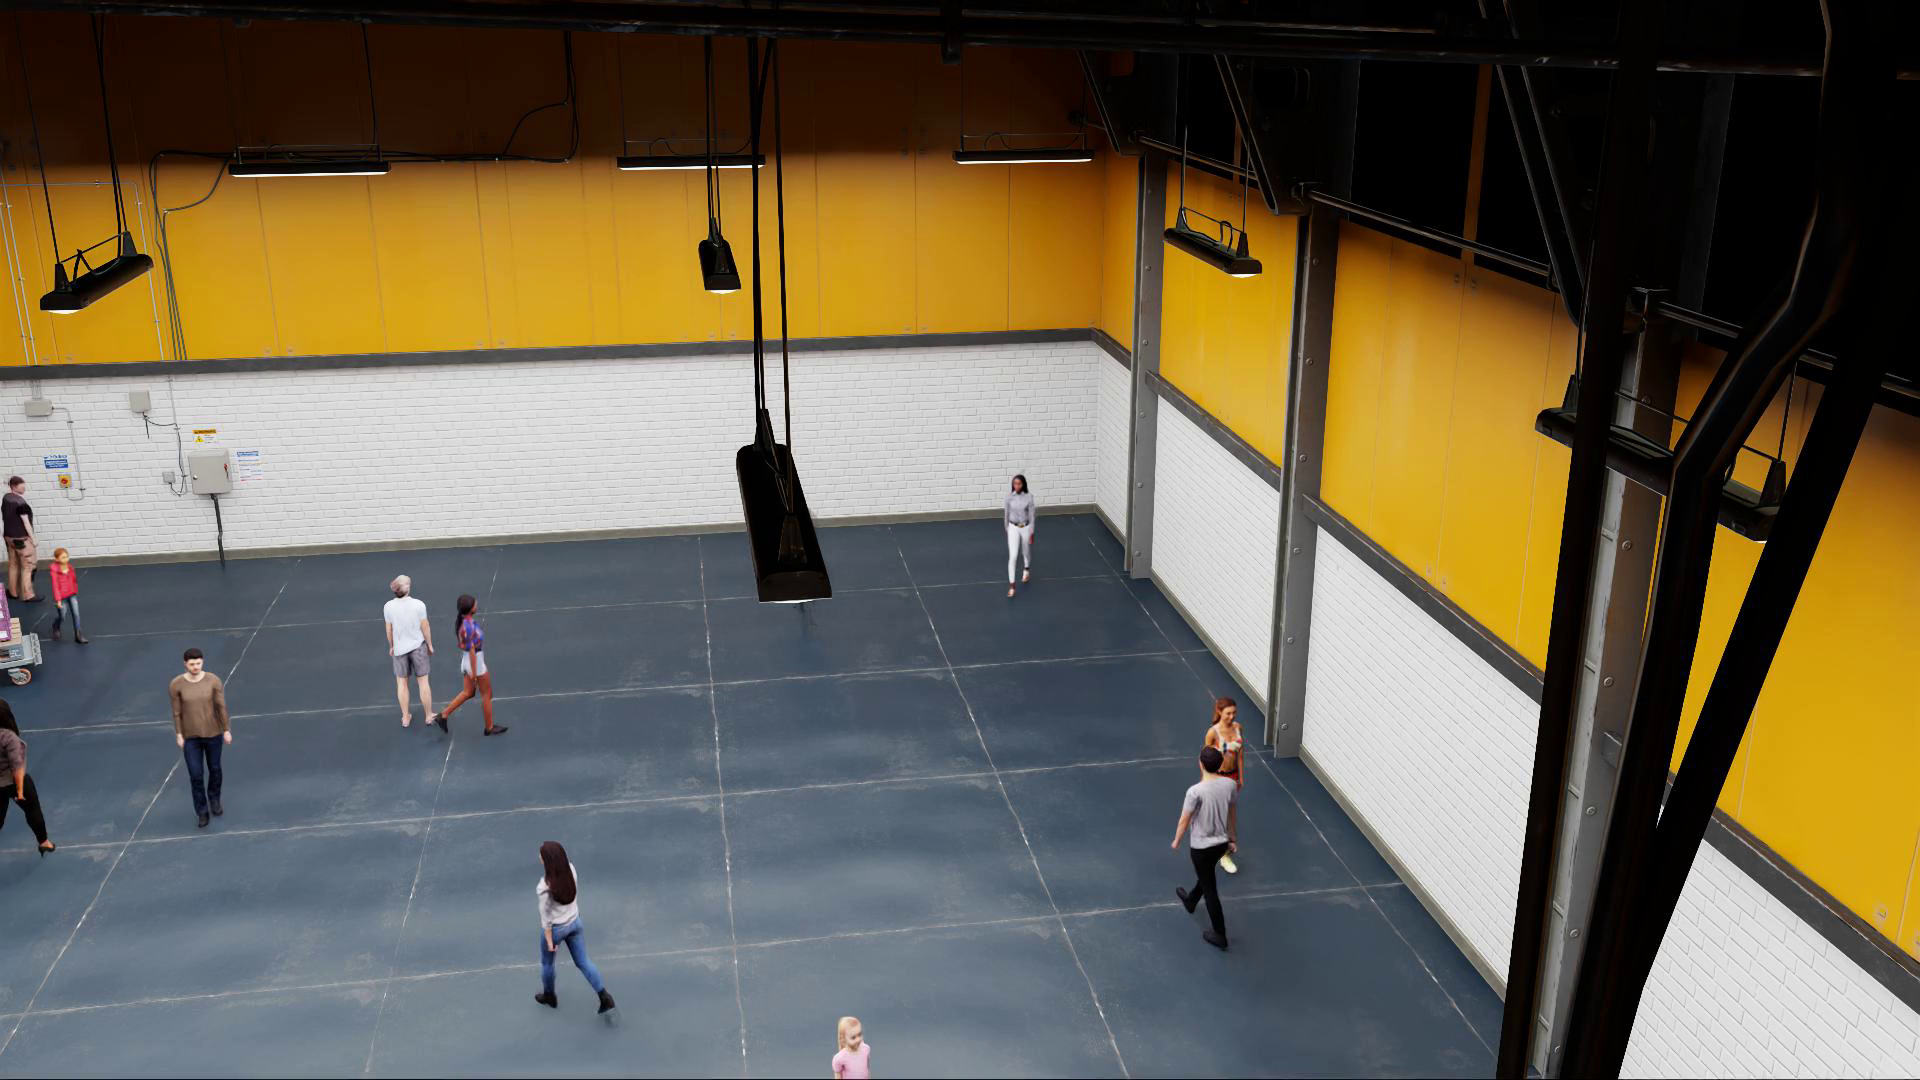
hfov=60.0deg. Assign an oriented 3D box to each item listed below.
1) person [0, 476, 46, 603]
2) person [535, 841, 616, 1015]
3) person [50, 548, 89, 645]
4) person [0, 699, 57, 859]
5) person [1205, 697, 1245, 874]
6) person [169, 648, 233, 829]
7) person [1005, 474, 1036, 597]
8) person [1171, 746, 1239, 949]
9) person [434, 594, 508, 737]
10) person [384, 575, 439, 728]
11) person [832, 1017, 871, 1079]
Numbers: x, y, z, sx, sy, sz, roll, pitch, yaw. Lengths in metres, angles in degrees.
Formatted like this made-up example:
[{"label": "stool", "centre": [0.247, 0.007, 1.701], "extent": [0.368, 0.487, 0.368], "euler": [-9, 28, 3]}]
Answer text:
[{"label": "person", "centre": [-13.187, -0.026, 23.167], "extent": [0.930, 1.806, 0.953], "euler": [7, 20, 19]}, {"label": "person", "centre": [-3.221, 3.244, 13.782], "extent": [1.092, 1.600, 1.040], "euler": [12, 22, 32]}, {"label": "person", "centre": [-11.714, 0.733, 21.705], "extent": [0.856, 1.300, 0.805], "euler": [11, 22, 31]}, {"label": "person", "centre": [-9.187, 2.429, 15.889], "extent": [0.891, 1.799, 1.230], "euler": [2, 19, 7]}, {"label": "person", "centre": [2.529, 2.324, 16.247], "extent": [0.770, 1.769, 1.065], "euler": [-9, 21, -25]}, {"label": "person", "centre": [-7.826, 1.965, 17.160], "extent": [0.831, 1.866, 0.990], "euler": [-9, 21, -26]}, {"label": "person", "centre": [0.876, -0.108, 23.603], "extent": [0.834, 1.683, 1.247], "euler": [2, 19, 6]}, {"label": "person", "centre": [2.267, 2.776, 14.812], "extent": [0.910, 1.829, 1.204], "euler": [-10, 21, -27]}, {"label": "person", "centre": [-5.631, 1.456, 18.900], "extent": [0.851, 1.721, 1.018], "euler": [-9, 20, -24]}, {"label": "person", "centre": [-6.376, 1.276, 19.260], "extent": [0.662, 1.832, 0.565], "euler": [-2, 19, -6]}, {"label": "person", "centre": [-0.779, 4.015, 12.008], "extent": [0.579, 1.269, 0.630], "euler": [-16, 24, -38]}]
